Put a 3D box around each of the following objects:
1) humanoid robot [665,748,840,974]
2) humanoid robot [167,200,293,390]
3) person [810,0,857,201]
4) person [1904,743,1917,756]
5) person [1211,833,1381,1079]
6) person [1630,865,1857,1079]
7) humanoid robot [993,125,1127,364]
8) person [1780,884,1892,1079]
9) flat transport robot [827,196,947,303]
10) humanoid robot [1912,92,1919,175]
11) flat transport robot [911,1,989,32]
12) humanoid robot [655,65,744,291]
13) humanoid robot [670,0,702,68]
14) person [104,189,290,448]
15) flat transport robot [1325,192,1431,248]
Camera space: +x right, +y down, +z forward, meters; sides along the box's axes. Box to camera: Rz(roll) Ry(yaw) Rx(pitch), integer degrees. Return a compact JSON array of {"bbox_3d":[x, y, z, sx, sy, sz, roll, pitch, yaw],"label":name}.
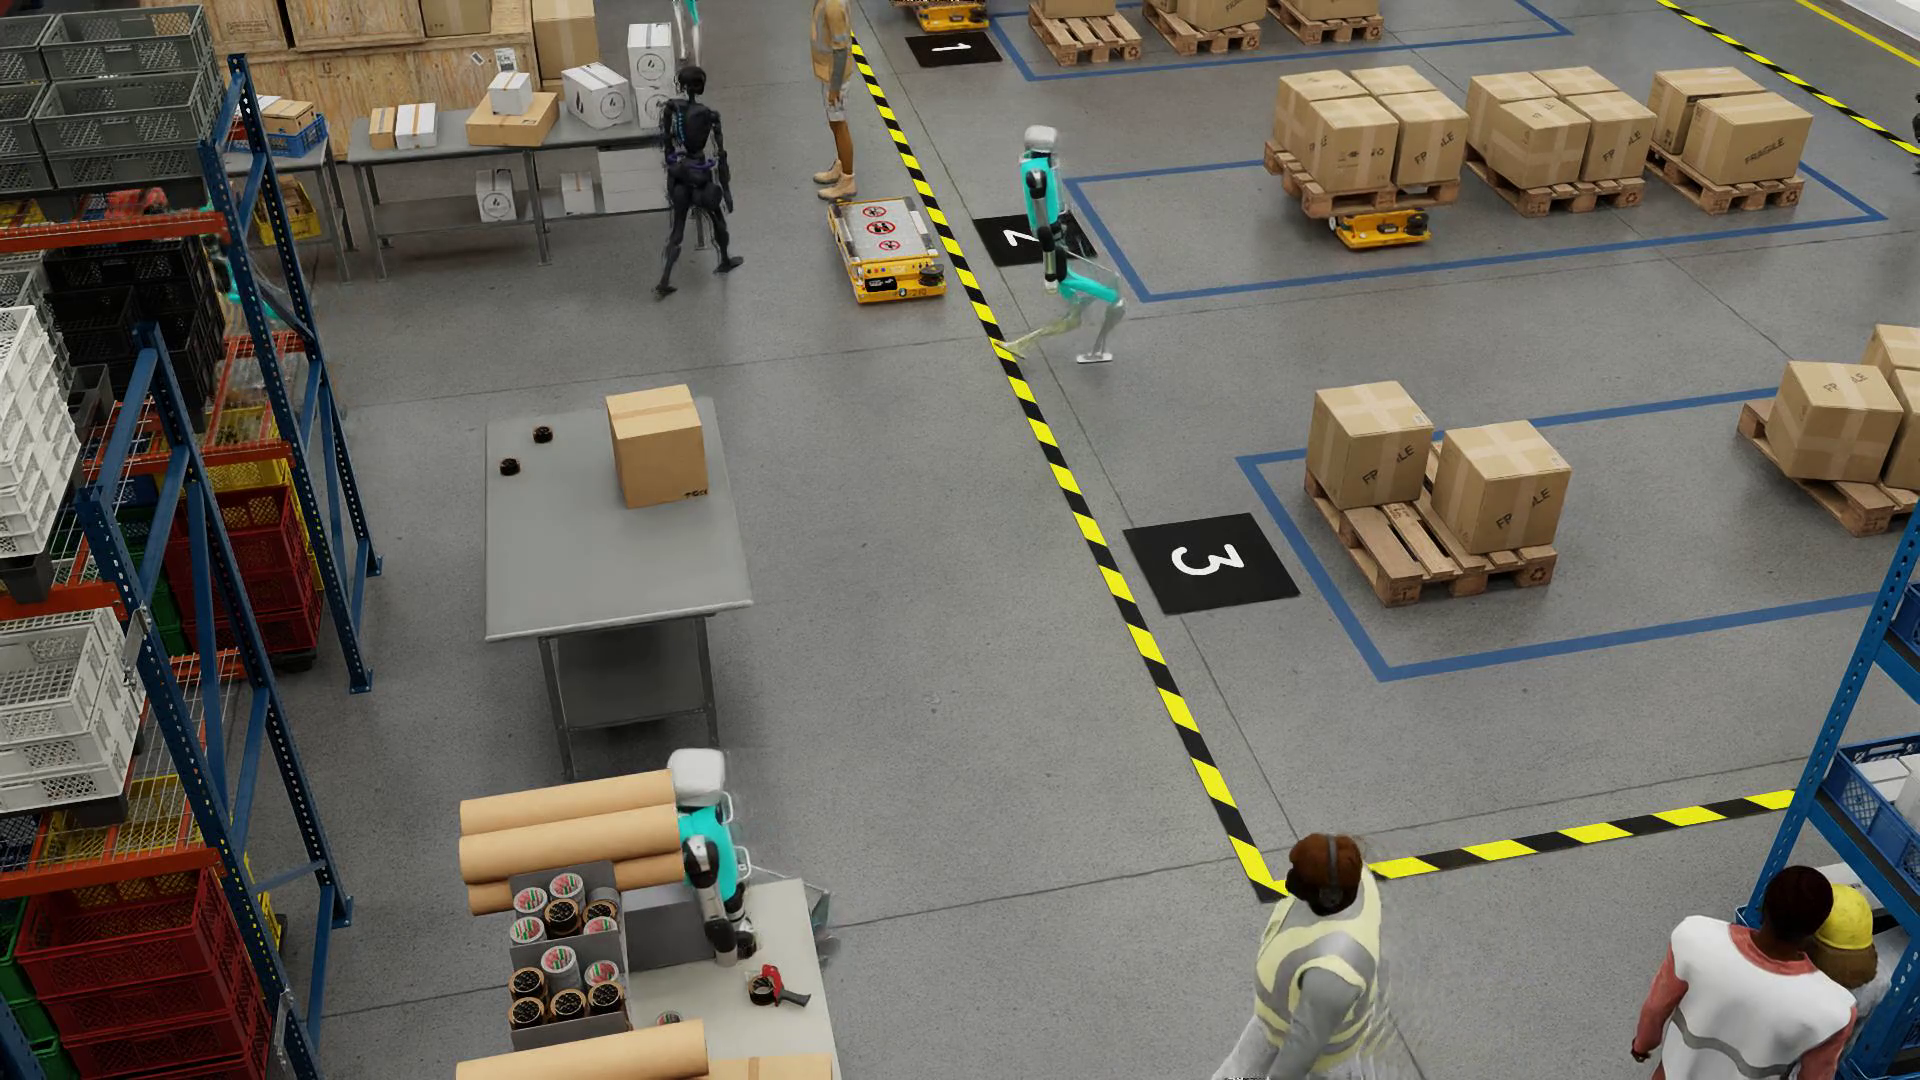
[{"bbox_3d":[-0.713,1.481,6.379,0.758,1.839,0.550,-8,37,-10],"label":"humanoid robot"},{"bbox_3d":[-4.591,-1.732,10.679,0.702,1.819,0.544,-10,38,-13],"label":"humanoid robot"},{"bbox_3d":[-1.025,-3.664,12.996,0.378,2.038,0.614,-5,37,-7],"label":"person"},{"bbox_3d":[4.442,0.742,7.234,0.397,1.847,0.587,-6,37,-7],"label":"person"},{"bbox_3d":[1.245,1.717,5.974,1.016,1.787,0.636,6,37,8],"label":"person"},{"bbox_3d":[2.609,1.834,5.708,0.599,1.915,0.378,26,44,30],"label":"person"},{"bbox_3d":[0.738,-1.850,10.809,1.030,1.725,0.530,1,37,1],"label":"humanoid robot"},{"bbox_3d":[2.866,1.850,5.838,0.483,1.735,0.308,-9,38,-12],"label":"person"},{"bbox_3d":[-0.570,-2.220,12.538,0.659,0.231,1.431,-8,37,-10],"label":"flat transport robot"},{"bbox_3d":[8.044,-3.725,13.377,0.601,1.645,0.349,-14,39,-18],"label":"humanoid robot"},{"bbox_3d":[-0.180,-5.531,16.965,0.652,0.197,1.431,-8,37,-10],"label":"flat transport robot"},{"bbox_3d":[-1.938,-2.558,11.864,0.600,1.648,0.794,20,41,24],"label":"humanoid robot"},{"bbox_3d":[-2.588,-5.220,15.365,0.538,1.802,0.798,3,37,4],"label":"humanoid robot"},{"bbox_3d":[-4.550,-1.299,9.939,0.626,1.904,0.550,-7,37,-10],"label":"person"},{"bbox_3d":[3.134,-2.739,13.212,0.652,0.197,1.431,-8,37,-10],"label":"flat transport robot"}]
